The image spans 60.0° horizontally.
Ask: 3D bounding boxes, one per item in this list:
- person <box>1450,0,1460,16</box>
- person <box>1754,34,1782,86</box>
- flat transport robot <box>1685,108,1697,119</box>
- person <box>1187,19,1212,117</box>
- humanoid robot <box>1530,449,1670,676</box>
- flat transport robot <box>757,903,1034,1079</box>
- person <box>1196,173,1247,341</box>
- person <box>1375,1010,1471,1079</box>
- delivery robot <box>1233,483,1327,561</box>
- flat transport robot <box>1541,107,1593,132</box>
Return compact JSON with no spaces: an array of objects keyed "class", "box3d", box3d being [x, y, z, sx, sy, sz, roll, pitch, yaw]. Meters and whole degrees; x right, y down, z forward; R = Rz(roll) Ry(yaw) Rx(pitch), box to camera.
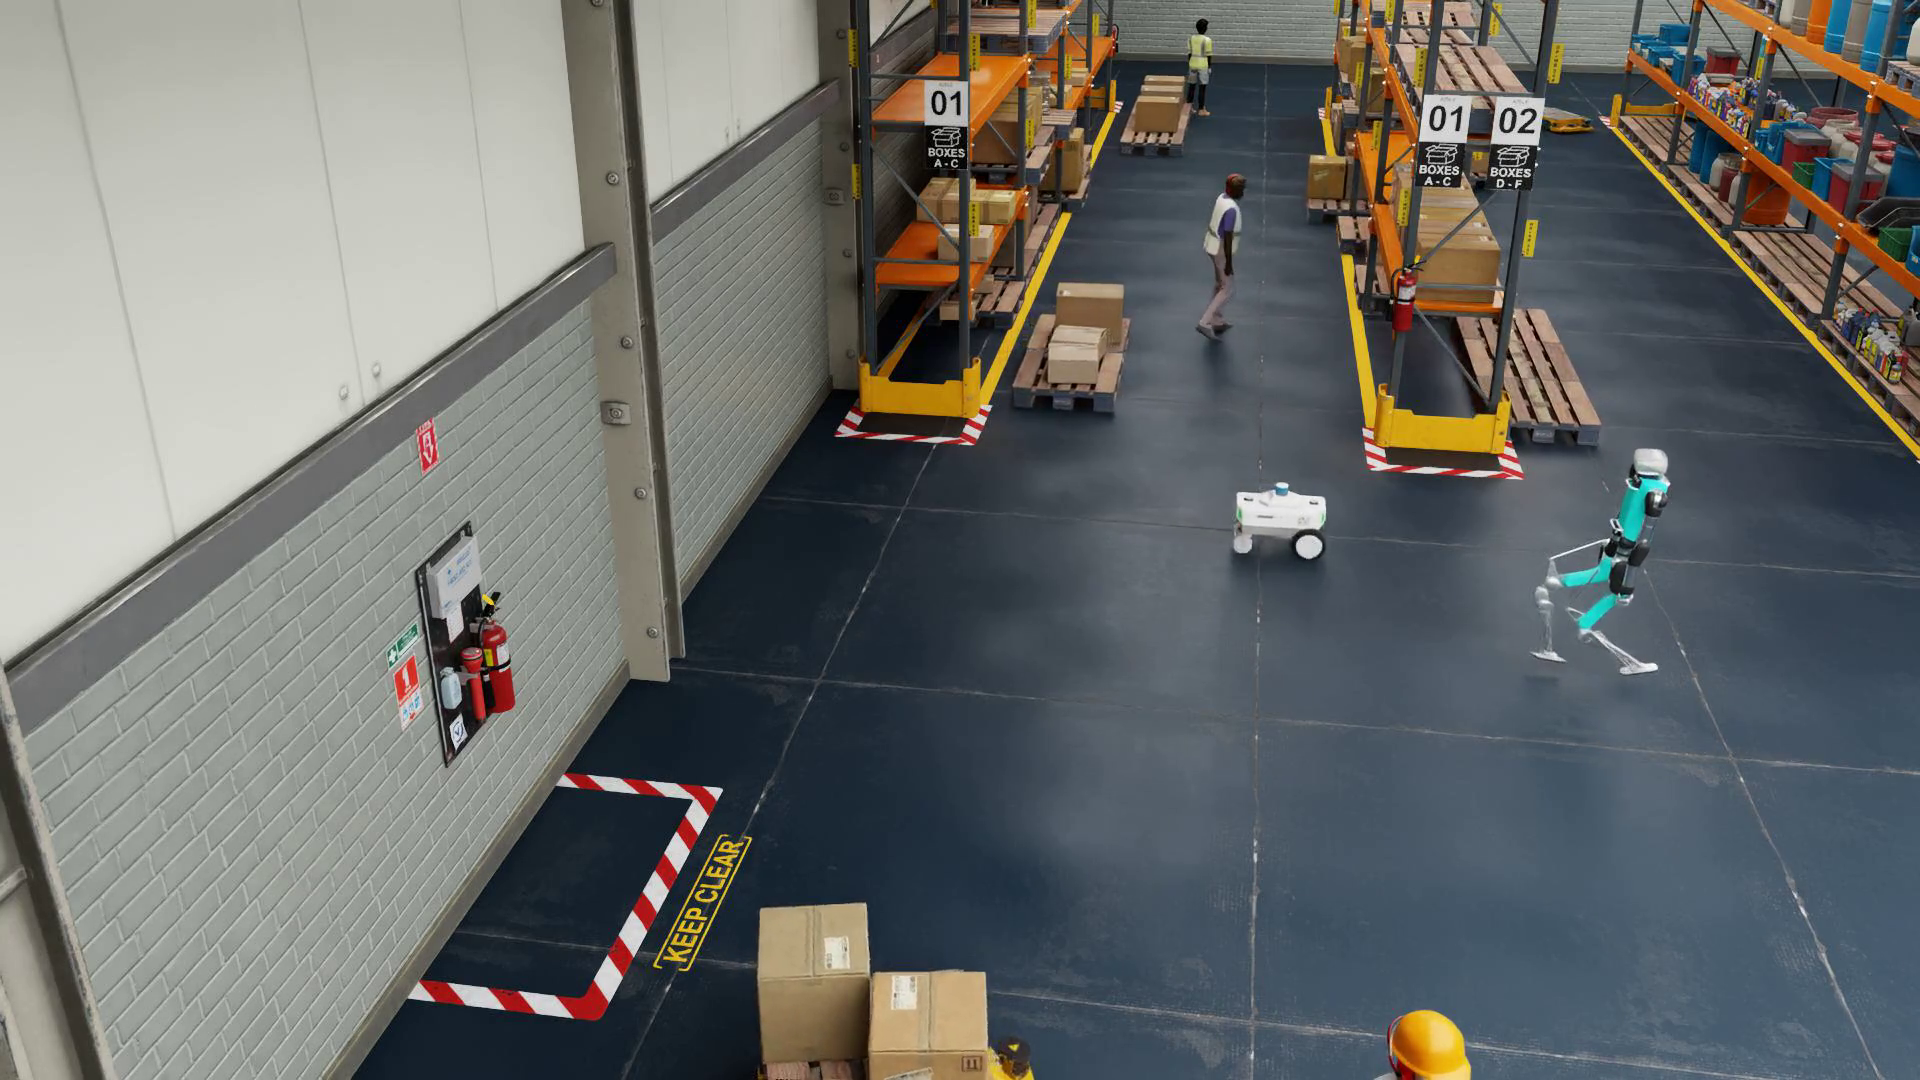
[{"class":"person","box3d":[9.507,-9.608,32.060,0.614,1.840,0.530,5,26,11]},{"class":"person","box3d":[15.847,-9.796,32.552,0.299,1.772,0.523,-19,31,-35]},{"class":"flat transport robot","box3d":[13.347,-7.554,29.525,0.659,0.231,1.431,-4,25,-9]},{"class":"person","box3d":[4.287,-8.448,29.750,0.318,1.697,0.533,-22,33,-39]},{"class":"humanoid robot","box3d":[4.299,0.198,11.250,1.062,1.747,0.564,3,25,6]},{"class":"flat transport robot","box3d":[-0.332,2.660,7.665,1.431,0.231,0.659,-4,25,-9]},{"class":"person","box3d":[2.851,-3.140,18.256,0.446,1.823,0.749,-1,25,-2]},{"class":"person","box3d":[1.617,2.491,6.123,0.563,1.890,0.380,-12,27,-23]},{"class":"delivery robot","box3d":[2.599,-0.158,13.381,0.803,0.614,0.499,3,25,7]},{"class":"flat transport robot","box3d":[10.380,-7.364,29.119,0.659,0.231,1.431,-7,26,-14]}]
